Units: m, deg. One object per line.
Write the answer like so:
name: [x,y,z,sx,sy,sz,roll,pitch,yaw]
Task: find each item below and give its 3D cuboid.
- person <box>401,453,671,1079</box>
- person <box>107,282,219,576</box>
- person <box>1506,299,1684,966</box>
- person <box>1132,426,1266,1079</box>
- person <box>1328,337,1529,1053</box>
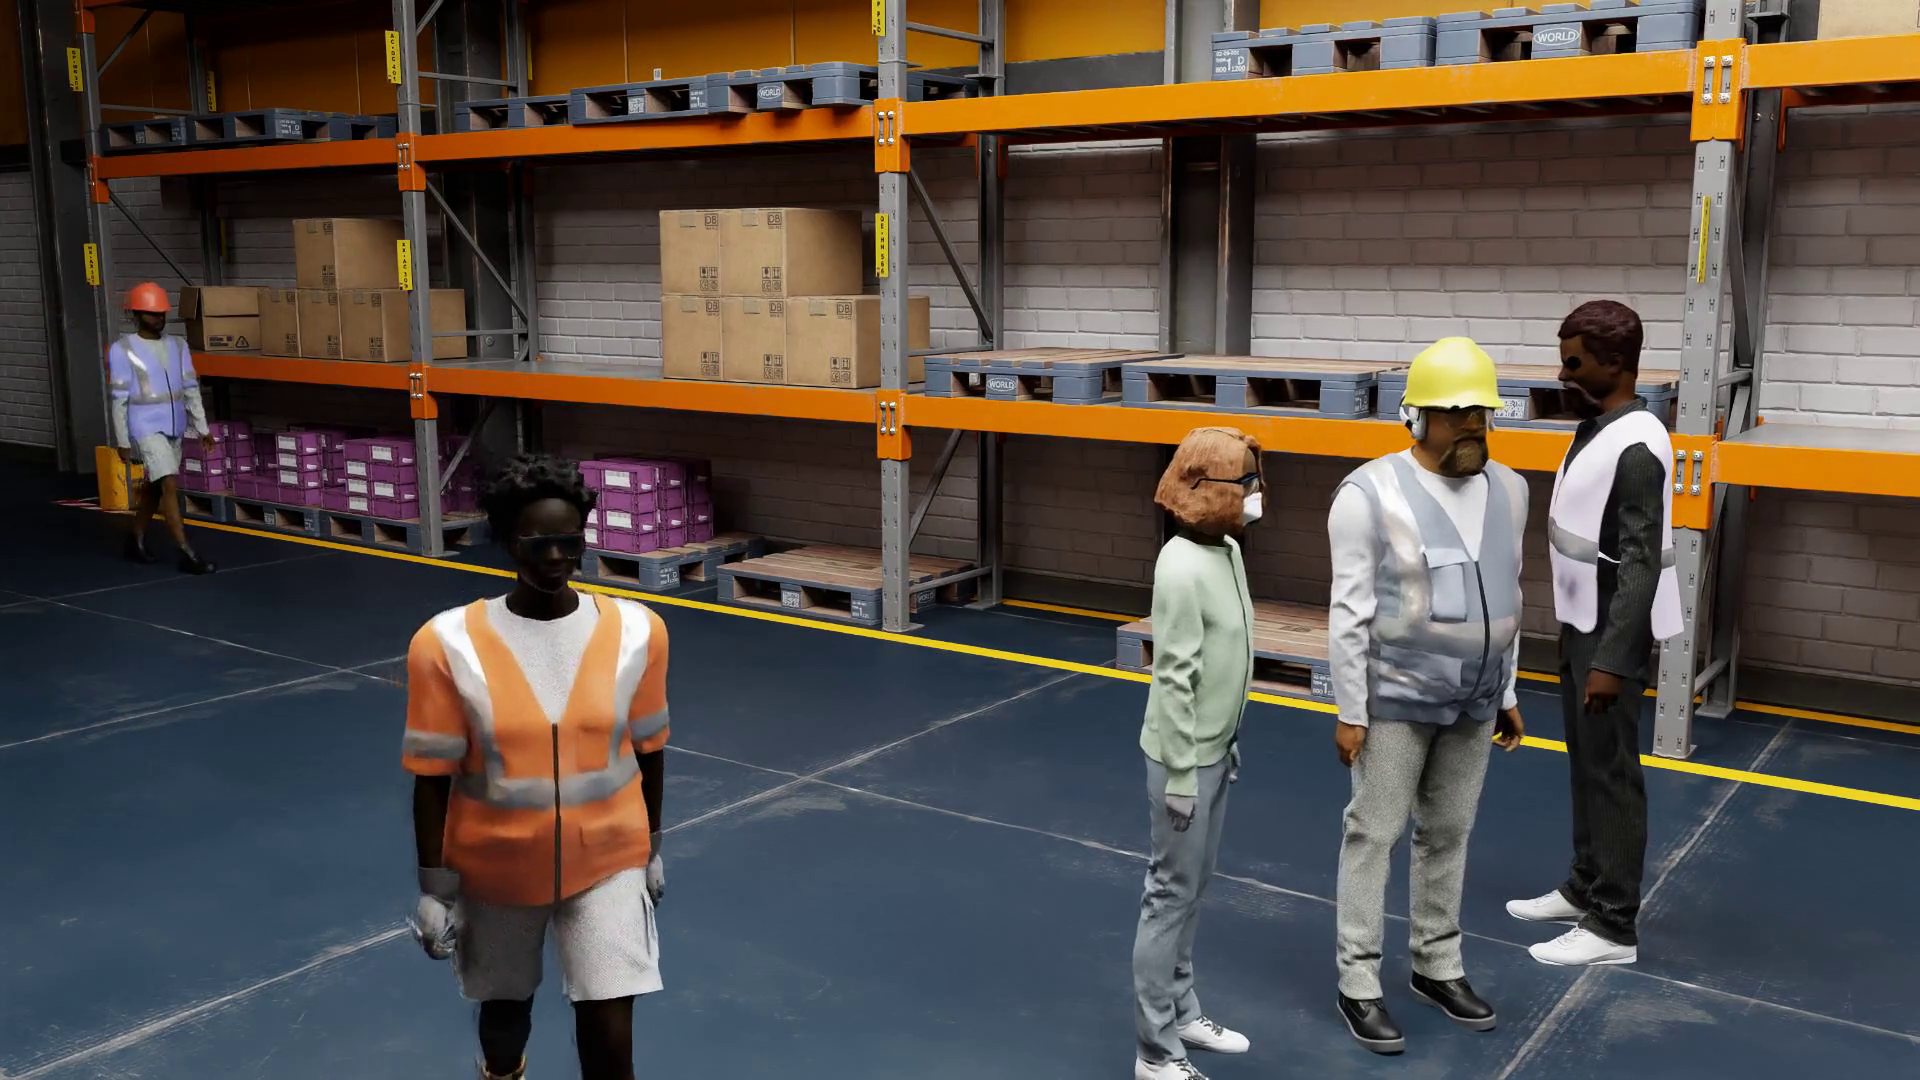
person: [-0.849,0.637,3.391,0.532,1.668,0.859,-4,10,-20]
person: [-5.259,-0.734,10.866,0.985,1.893,0.554,4,11,25]
person: [1.858,0.273,4.796,0.390,1.914,0.587,2,10,10]
person: [0.589,0.533,4.072,0.279,1.632,0.502,4,10,22]
person: [1.226,0.394,4.310,0.591,1.833,0.404,-4,10,-22]
